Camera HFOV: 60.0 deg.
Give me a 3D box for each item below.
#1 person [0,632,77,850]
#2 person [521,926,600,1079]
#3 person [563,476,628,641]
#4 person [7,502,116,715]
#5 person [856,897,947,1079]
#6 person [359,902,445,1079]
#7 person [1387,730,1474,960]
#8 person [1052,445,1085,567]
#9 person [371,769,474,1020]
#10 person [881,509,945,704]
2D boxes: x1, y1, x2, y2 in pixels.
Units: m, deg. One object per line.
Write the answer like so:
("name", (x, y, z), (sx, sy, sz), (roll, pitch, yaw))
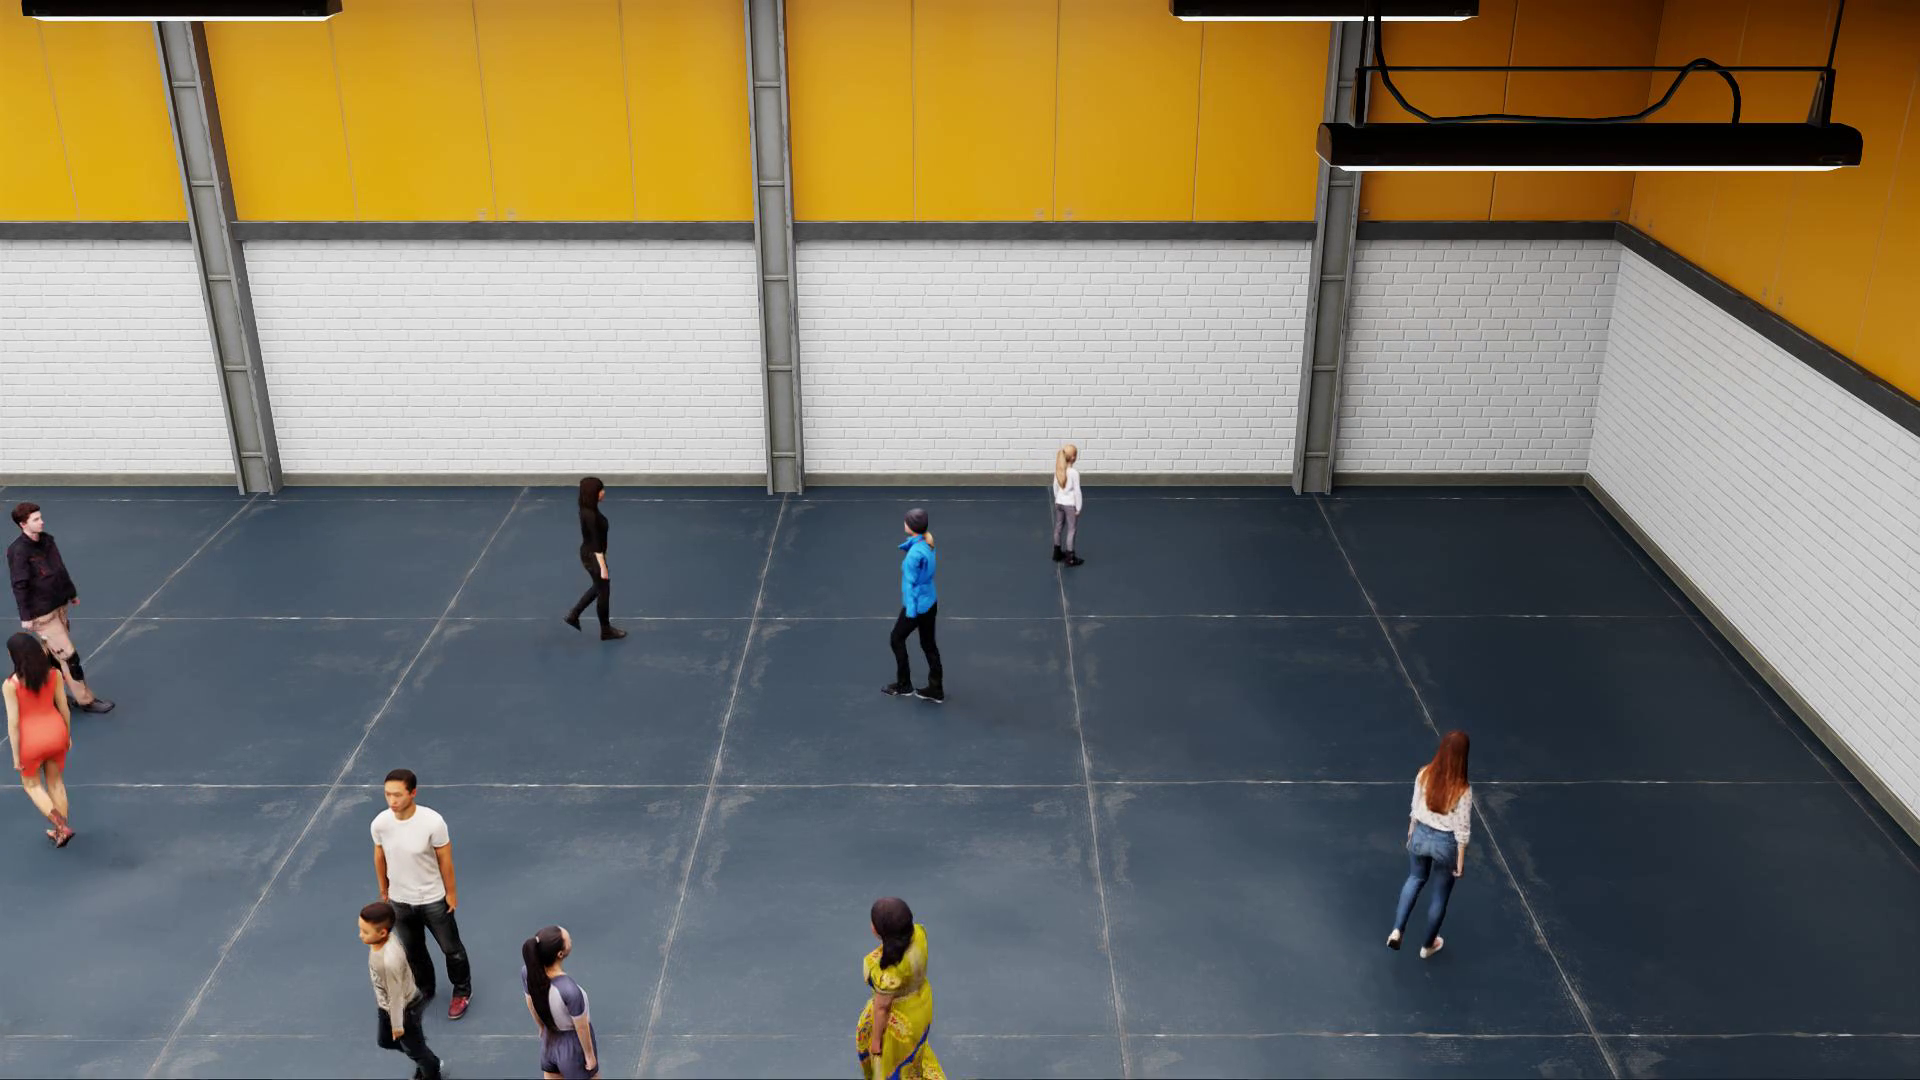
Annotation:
("person", (-6.633, 1.508, 12.119), (0.877, 1.701, 0.815), (14, 27, 30))
("person", (-2.178, 2.823, 9.173), (0.639, 1.651, 0.736), (15, 28, 31))
("person", (-3.412, 0.186, 15.231), (0.885, 1.630, 0.755), (-9, 25, -20))
("person", (-7.750, 0.585, 13.968), (0.885, 1.910, 0.706), (0, 24, 0))
("person", (-0.257, 2.730, 9.391), (0.940, 1.646, 0.857), (10, 25, 21))
("person", (-3.241, 2.695, 9.719), (0.747, 1.447, 0.694), (-17, 29, -34))
("person", (3.075, 2.035, 10.891), (0.833, 1.719, 0.885), (20, 30, 38))
("person", (1.082, -0.366, 16.933), (0.634, 1.278, 0.576), (-21, 31, -39))
("person", (-3.367, 2.197, 10.420), (0.492, 1.799, 0.700), (2, 24, 4))
("person", (-0.265, 0.594, 14.114), (0.898, 1.777, 0.801), (10, 26, 22))
